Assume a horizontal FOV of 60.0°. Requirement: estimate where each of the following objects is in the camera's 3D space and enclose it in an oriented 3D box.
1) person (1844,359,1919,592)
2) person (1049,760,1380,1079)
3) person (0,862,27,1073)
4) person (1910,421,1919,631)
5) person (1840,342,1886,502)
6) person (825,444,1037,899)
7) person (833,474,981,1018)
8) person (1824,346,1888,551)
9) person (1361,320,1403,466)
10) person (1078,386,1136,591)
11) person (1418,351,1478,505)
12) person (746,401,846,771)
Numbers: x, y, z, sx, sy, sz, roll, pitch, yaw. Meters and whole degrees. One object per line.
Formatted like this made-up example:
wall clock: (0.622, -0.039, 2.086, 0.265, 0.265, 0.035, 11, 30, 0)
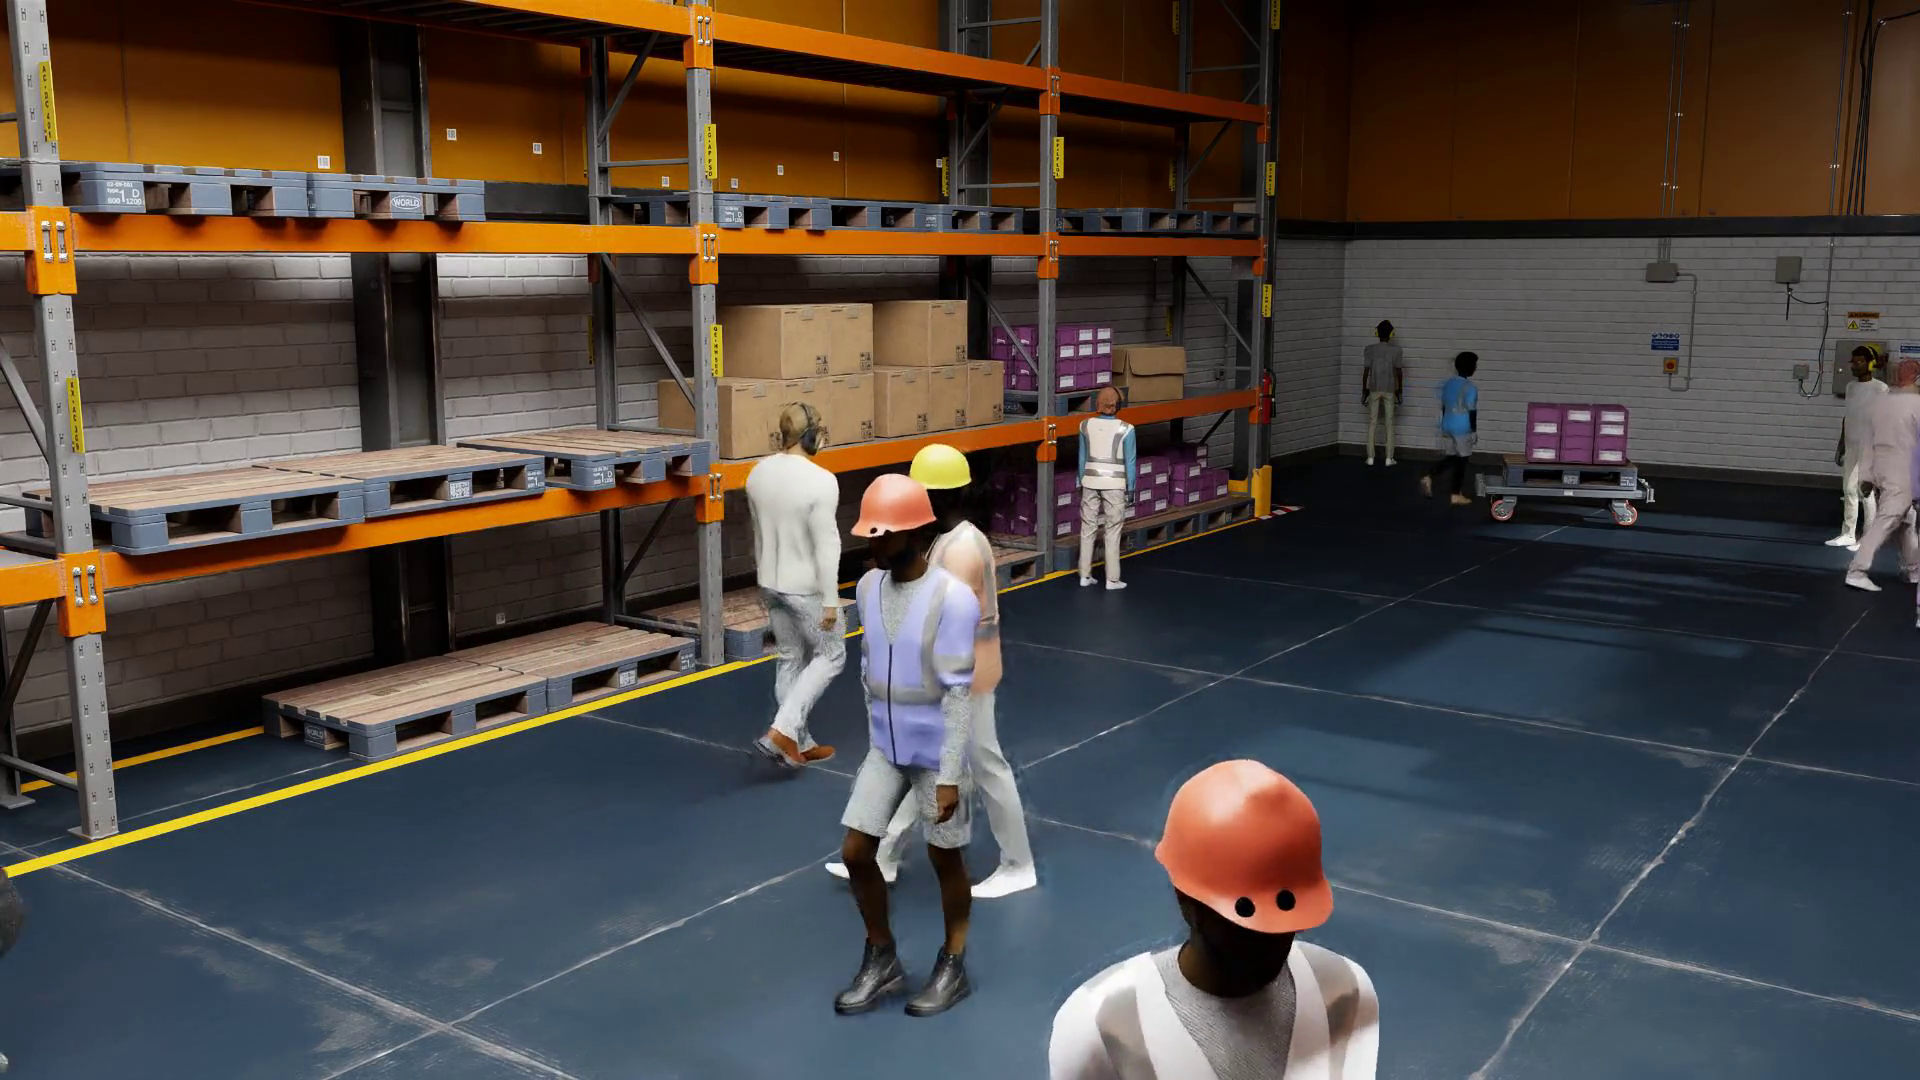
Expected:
person: (7.512, -0.508, 13.238, 1.014, 1.853, 0.657, -1, 10, -5)
person: (0.380, 1.233, 2.718, 0.551, 1.908, 0.867, -3, 10, -18)
person: (-3.179, 0.856, 5.186, 0.432, 1.832, 0.511, -7, 12, -36)
person: (7.156, -0.287, 11.913, 0.659, 1.840, 1.011, 8, 12, 40)
person: (9.901, -1.290, 18.207, 0.493, 1.743, 0.297, -8, 12, -40)
person: (-0.113, 0.559, 6.778, 0.954, 1.886, 0.607, -2, 10, -11)
person: (-0.184, 0.730, 5.678, 0.565, 1.915, 0.624, 7, 12, 38)
person: (8.187, -0.832, 15.142, 0.316, 1.861, 0.514, -2, 10, -10)
person: (5.430, -1.884, 21.383, 0.532, 1.866, 0.319, 3, 10, 18)
person: (1.167, -0.409, 13.298, 0.510, 1.628, 0.321, 6, 11, 30)
person: (5.266, -1.181, 17.753, 0.519, 1.673, 0.543, -3, 10, -18)
person: (-0.844, 0.255, 8.482, 0.629, 1.925, 0.479, 8, 13, 40)
